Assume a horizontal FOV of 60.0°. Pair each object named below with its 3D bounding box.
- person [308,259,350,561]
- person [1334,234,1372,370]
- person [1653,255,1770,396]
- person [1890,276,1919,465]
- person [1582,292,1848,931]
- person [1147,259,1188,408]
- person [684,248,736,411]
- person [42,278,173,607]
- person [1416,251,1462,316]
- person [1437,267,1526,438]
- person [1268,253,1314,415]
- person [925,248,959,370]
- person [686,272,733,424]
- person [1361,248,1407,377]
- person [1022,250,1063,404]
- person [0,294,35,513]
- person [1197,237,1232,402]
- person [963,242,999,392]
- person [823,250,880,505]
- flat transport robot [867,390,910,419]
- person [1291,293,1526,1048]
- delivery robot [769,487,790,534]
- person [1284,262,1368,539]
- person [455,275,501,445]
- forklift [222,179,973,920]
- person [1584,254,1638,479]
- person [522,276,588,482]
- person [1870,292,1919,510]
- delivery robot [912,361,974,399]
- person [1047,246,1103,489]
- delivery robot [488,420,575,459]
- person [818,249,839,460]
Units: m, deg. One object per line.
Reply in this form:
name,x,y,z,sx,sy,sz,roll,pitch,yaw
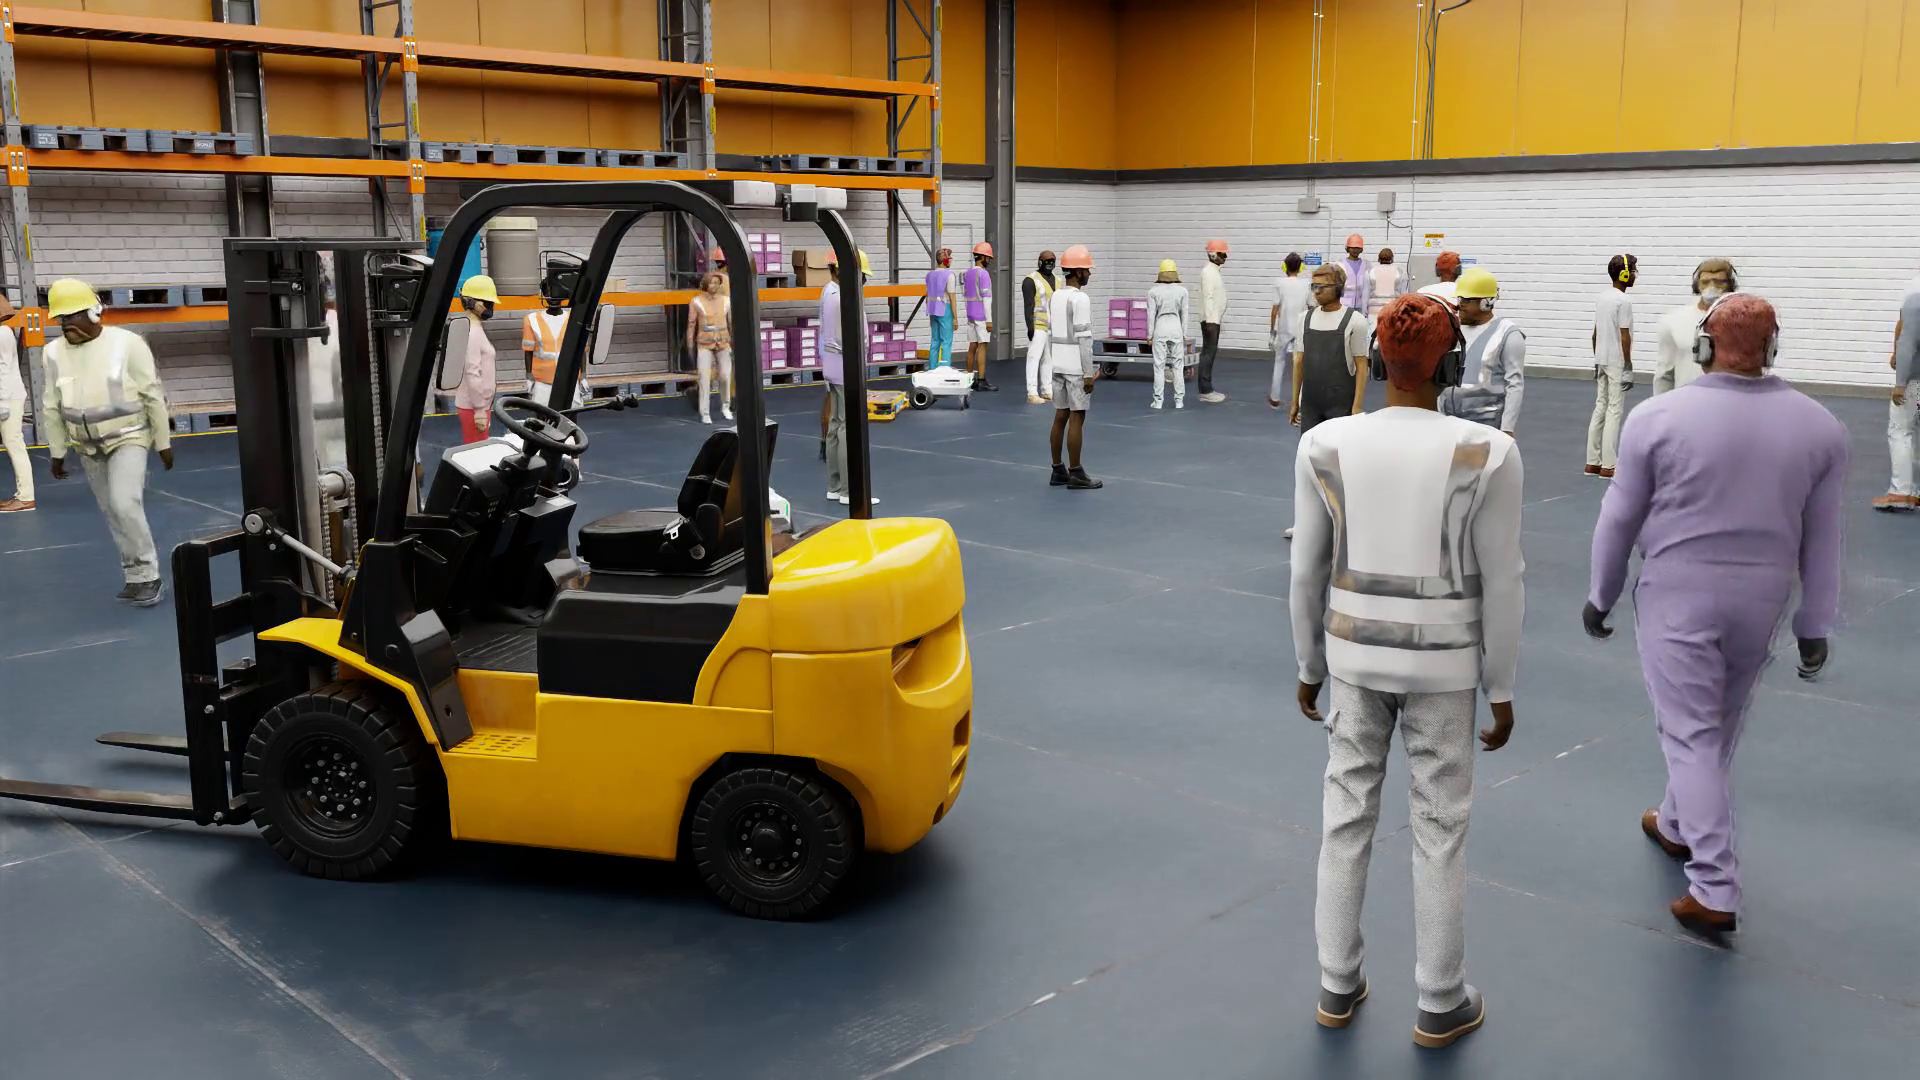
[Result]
person,-2.911,-0.382,7.763,0.676,1.991,0.527,3,11,15
person,5.698,-3.415,24.166,0.614,2.039,0.394,-2,11,-10
person,4.433,-0.723,9.843,0.637,1.916,0.811,6,12,31
person,8.604,-1.663,14.614,0.740,2.000,0.551,5,12,26
person,2.269,0.187,5.041,0.652,1.860,0.985,0,10,-1
person,2.428,-2.411,19.516,0.485,1.739,0.313,0,10,-1
person,-2.768,-2.382,18.924,0.826,1.909,0.555,-6,12,-31
person,-4.646,-0.519,9.037,0.614,1.796,0.533,1,10,7
person,4.303,-1.613,14.775,0.574,1.881,0.357,2,11,12
person,3.122,-0.736,10.133,0.403,1.828,0.595,-7,13,-34
person,3.790,-2.368,19.069,0.564,1.816,0.980,0,10,-1
person,-0.248,-2.993,22.399,0.388,1.844,0.563,-9,14,-40
person,-2.723,-2.082,18.024,0.612,1.635,0.469,-6,12,-32
person,6.053,-3.243,23.774,0.633,1.841,0.429,2,11,10
person,1.029,-2.571,20.121,0.624,1.841,0.430,-10,14,-43
person,-7.025,-1.017,12.229,0.280,1.624,0.493,-7,13,-35
person,3.103,-2.690,20.344,0.401,1.990,0.622,3,11,15
person,0.272,-2.897,21.649,0.372,1.928,0.543,-6,12,-30
person,-0.836,-1.221,12.535,0.381,1.919,0.584,-4,11,-23
flat transport robot,-0.990,-1.526,18.672,0.652,0.197,1.431,1,11,7
person,1.110,0.332,4.169,0.573,1.883,0.356,6,12,29
delivery robot,-1.305,-0.194,10.403,0.477,0.478,0.707,-4,11,-20
person,2.419,-0.896,10.970,0.517,1.840,0.326,8,13,39
person,-3.175,-0.863,11.021,0.327,1.760,0.523,-3,11,-15
forklift,-1.114,-0.058,5.440,2.313,2.155,1.214,2,11,13
person,5.470,-1.444,13.884,0.319,1.871,0.532,-2,11,-8
person,-3.305,-1.309,13.617,0.529,1.697,0.321,-3,11,-17
person,7.147,-1.153,12.233,0.692,1.895,0.443,-2,11,-11
delivery robot,-0.195,-1.848,19.422,0.707,0.478,0.477,1,10,6
person,0.915,-1.375,13.326,0.358,1.938,0.542,-6,12,-28
delivery robot,-3.430,-0.709,13.210,0.707,0.478,0.477,-3,11,-17
person,-1.070,-1.635,14.845,0.535,1.932,0.552,-1,10,-3
